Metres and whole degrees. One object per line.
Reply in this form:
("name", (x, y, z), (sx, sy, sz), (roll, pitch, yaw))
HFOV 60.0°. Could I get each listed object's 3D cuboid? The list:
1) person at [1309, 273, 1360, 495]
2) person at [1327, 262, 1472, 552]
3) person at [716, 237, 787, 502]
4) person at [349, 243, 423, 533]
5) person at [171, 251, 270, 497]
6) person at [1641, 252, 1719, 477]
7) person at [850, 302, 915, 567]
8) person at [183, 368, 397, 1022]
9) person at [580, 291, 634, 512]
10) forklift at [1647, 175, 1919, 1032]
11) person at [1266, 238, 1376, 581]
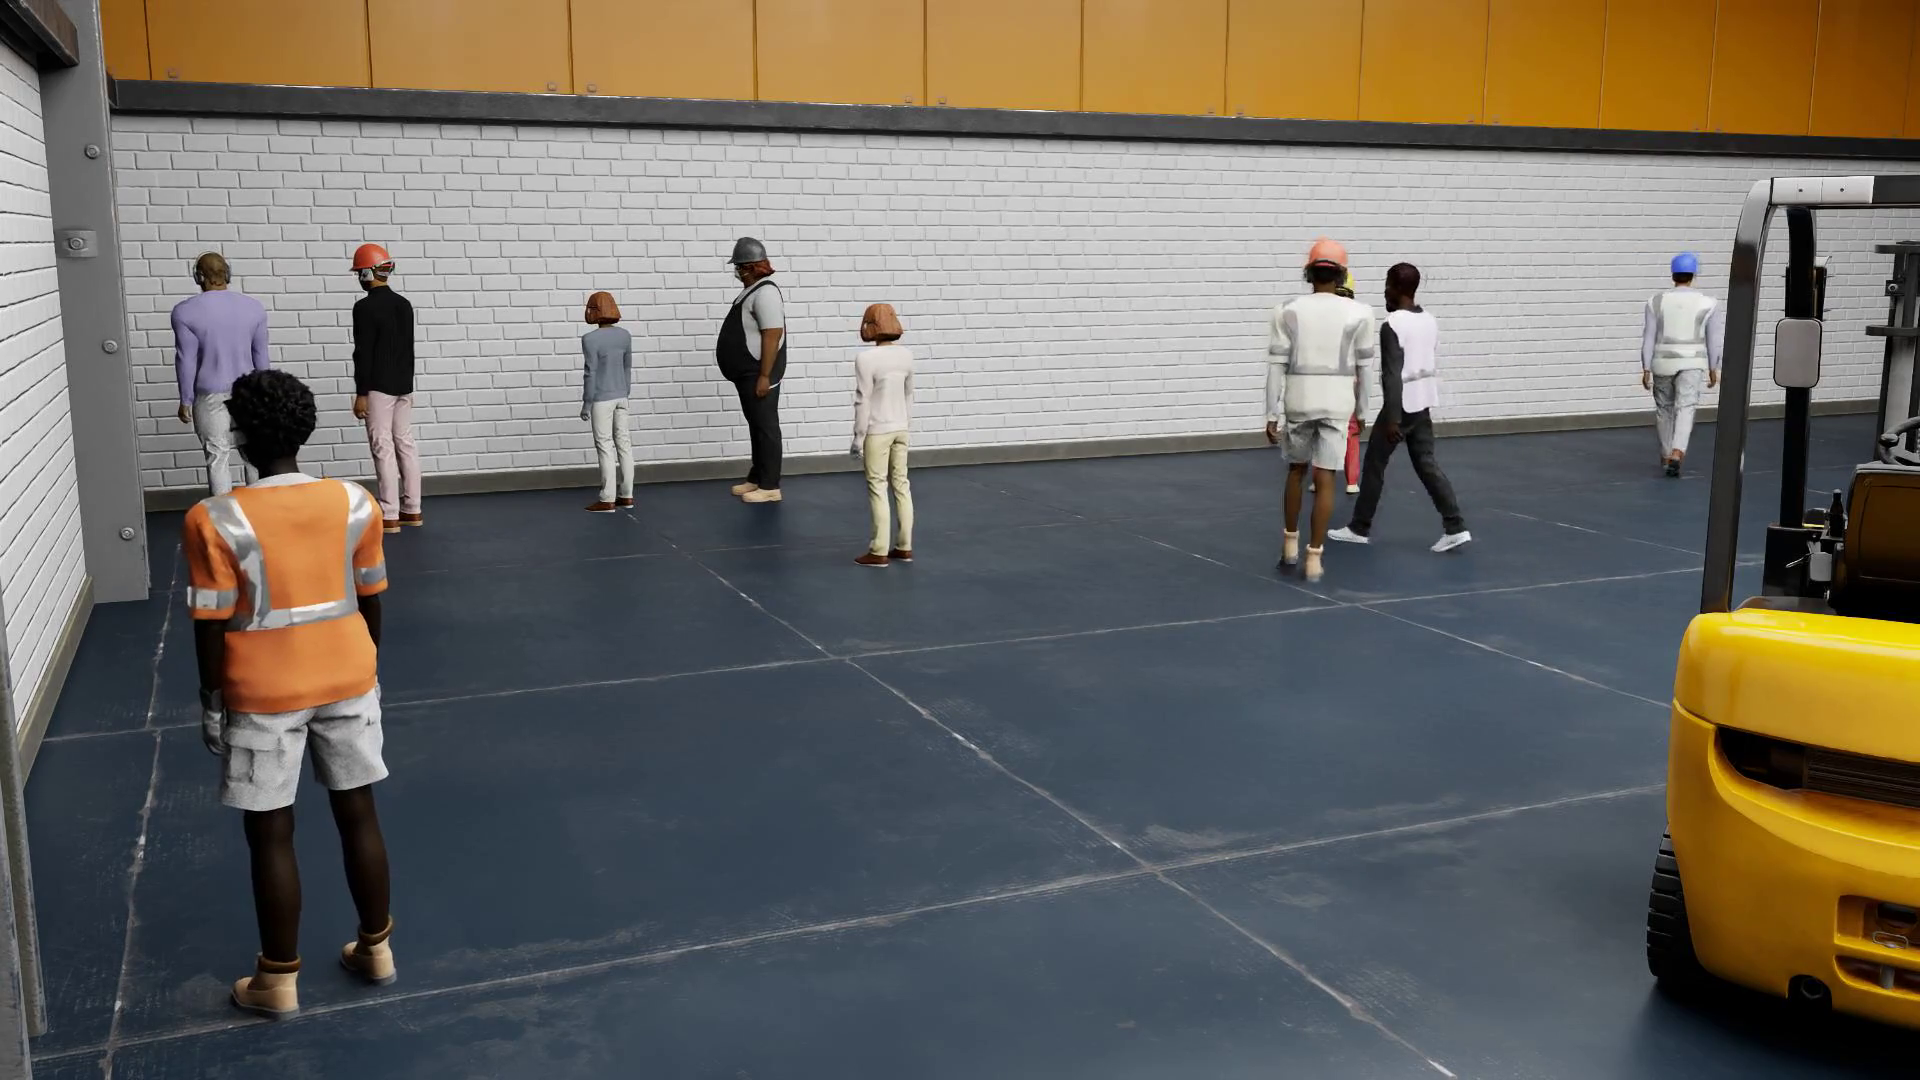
("person", (2.987, -1.235, 13.166), (0.526, 1.768, 0.314), (1, 10, 8))
("person", (2.929, -0.862, 10.820), (0.607, 1.879, 0.993), (-10, 14, -44))
("person", (-1.609, -1.315, 12.847), (0.536, 2.000, 0.682), (-3, 11, -16))
("person", (-4.003, -1.048, 11.533), (0.401, 1.989, 0.618), (2, 11, 13))
("person", (-4.972, -0.970, 11.239), (0.372, 1.937, 0.627), (10, 14, 44))
("person", (6.178, -1.510, 14.295), (0.613, 1.917, 0.951), (5, 12, 27))
("person", (-0.475, -0.652, 10.317), (0.274, 1.632, 0.501), (8, 13, 38))
("person", (-1.742, 0.399, 4.375), (0.320, 1.691, 0.536), (9, 14, 41))
("person", (-2.623, -1.021, 12.353), (0.285, 1.633, 0.498), (6, 12, 28))
("forklift", (2.810, 0.094, 4.662), (1.214, 2.155, 2.313), (7, 12, 34))
("person", (2.159, -0.783, 9.972), (0.610, 2.016, 0.665), (3, 11, 18))
